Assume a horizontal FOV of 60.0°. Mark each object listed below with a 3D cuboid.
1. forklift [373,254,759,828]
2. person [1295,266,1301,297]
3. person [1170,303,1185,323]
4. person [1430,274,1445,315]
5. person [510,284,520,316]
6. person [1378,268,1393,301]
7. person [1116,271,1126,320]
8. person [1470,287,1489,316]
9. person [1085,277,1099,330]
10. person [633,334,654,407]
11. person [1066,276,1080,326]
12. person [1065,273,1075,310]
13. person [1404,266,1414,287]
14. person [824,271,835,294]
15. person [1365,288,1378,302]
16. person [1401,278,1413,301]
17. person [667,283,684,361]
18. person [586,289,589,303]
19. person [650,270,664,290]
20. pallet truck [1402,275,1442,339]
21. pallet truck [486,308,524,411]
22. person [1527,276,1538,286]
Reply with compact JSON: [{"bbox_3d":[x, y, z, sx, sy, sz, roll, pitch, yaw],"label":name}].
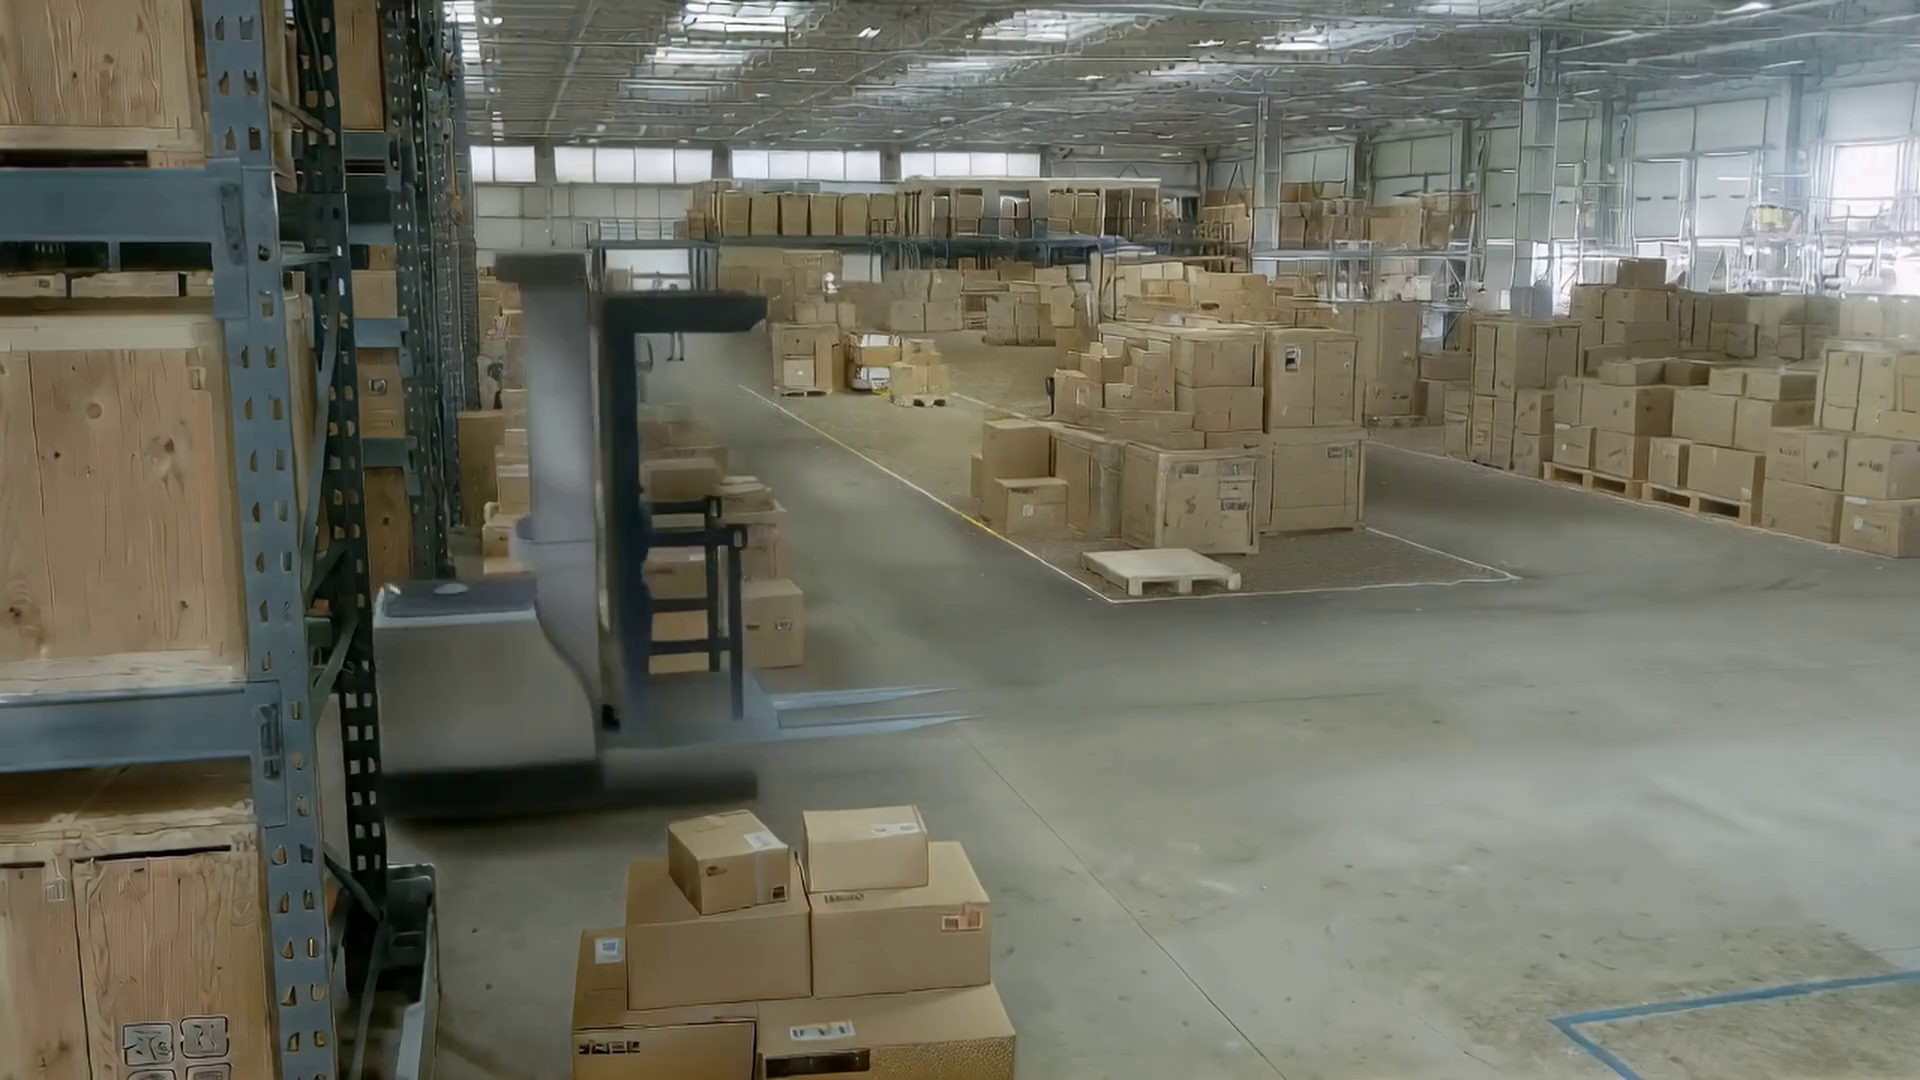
[{"bbox_3d":[-2.081,-0.074,8.592,1.873,2.768,1.129,-3,10,-15],"label":"forklift"},{"bbox_3d":[16.505,-12.436,81.290,0.368,1.929,0.542,2,10,13],"label":"person"},{"bbox_3d":[3.649,-3.055,28.216,0.553,1.915,0.746,-4,11,-21],"label":"person"},{"bbox_3d":[16.953,-8.473,58.966,0.585,1.892,0.905,7,12,35],"label":"person"},{"bbox_3d":[-14.224,-7.535,53.604,0.480,1.907,0.598,4,11,23],"label":"person"},{"bbox_3d":[18.517,-10.864,72.390,0.607,1.924,0.668,6,12,31],"label":"person"},{"bbox_3d":[6.272,-9.494,64.693,0.583,1.909,0.597,7,12,34],"label":"person"},{"bbox_3d":[14.492,-6.194,46.533,0.501,1.720,0.701,-3,10,-17],"label":"person"},{"bbox_3d":[4.551,-8.118,57.089,0.527,1.842,0.708,0,10,1],"label":"person"},{"bbox_3d":[-5.730,-3.158,29.464,0.553,1.661,0.795,-4,11,-20],"label":"person"},{"bbox_3d":[3.962,-8.569,59.752,0.638,1.814,0.879,-7,12,-34],"label":"person"},{"bbox_3d":[4.297,-9.859,67.066,0.957,1.789,0.639,5,11,25],"label":"person"},{"bbox_3d":[20.673,-11.577,76.349,0.734,1.958,0.606,-8,13,-37],"label":"person"},{"bbox_3d":[-4.509,-8.278,57.466,0.412,2.035,0.601,0,10,0],"label":"person"},{"bbox_3d":[10.176,-5.338,41.330,0.510,1.844,0.336,-7,12,-35],"label":"person"},{"bbox_3d":[16.460,-8.776,61.218,0.533,1.697,0.319,-4,11,-19],"label":"person"},{"bbox_3d":[-7.139,-5.448,41.606,0.367,1.967,0.602,8,13,40],"label":"person"},{"bbox_3d":[-12.864,-8.111,56.477,0.535,2.000,0.684,-3,10,-17],"label":"person"},{"bbox_3d":[-12.947,-10.622,71.181,0.592,1.871,0.438,0,10,-2],"label":"person"},{"bbox_3d":[14.620,-7.324,52.145,0.823,1.965,1.885,8,13,40],"label":"pallet truck"},{"bbox_3d":[-6.242,-2.418,24.362,0.823,1.965,1.885,1,10,3],"label":"pallet truck"},{"bbox_3d":[17.705,-7.168,51.366,0.476,1.972,0.642,5,11,25],"label":"person"}]
